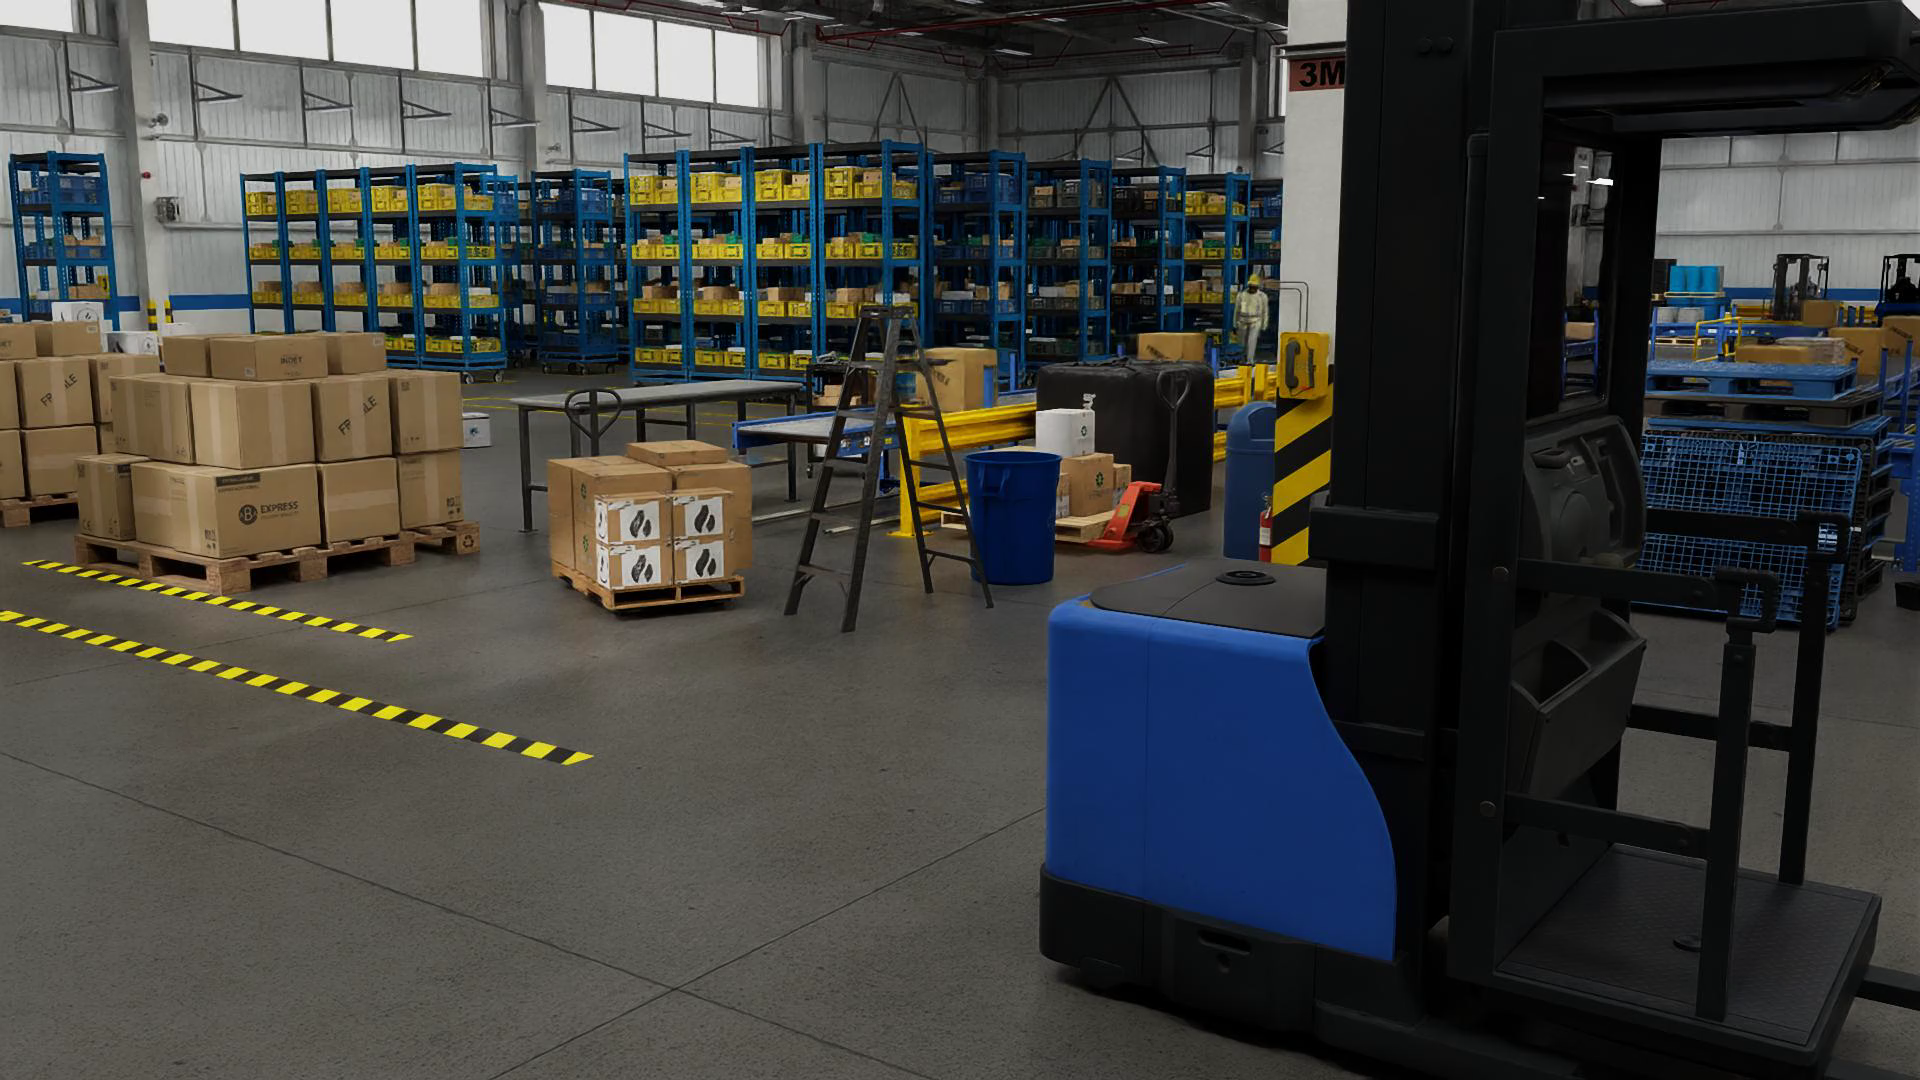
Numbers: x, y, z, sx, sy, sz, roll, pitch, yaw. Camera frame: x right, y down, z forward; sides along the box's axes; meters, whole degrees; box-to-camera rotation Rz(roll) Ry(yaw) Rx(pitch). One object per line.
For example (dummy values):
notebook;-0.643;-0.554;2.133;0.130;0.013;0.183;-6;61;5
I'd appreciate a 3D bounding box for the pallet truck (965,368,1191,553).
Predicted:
pallet truck;0.845;-0.609;11.869;1.630;1.274;0.653;7;12;35

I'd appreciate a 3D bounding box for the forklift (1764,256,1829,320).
forklift;20.253;-5.854;40.139;1.157;1.987;2.680;7;12;35

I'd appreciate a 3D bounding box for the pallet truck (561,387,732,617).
pallet truck;-1.981;-0.274;10.088;0.680;1.201;1.601;-5;11;-28

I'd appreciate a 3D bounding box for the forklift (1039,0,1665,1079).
forklift;1.249;-0.137;4.360;1.873;2.768;1.129;7;12;35

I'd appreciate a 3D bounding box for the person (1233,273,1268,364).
person;5.167;-3.834;29.571;0.611;1.807;0.634;4;10;23

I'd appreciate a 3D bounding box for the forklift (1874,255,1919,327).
forklift;22.089;-5.634;38.796;1.157;1.987;2.680;6;11;33
